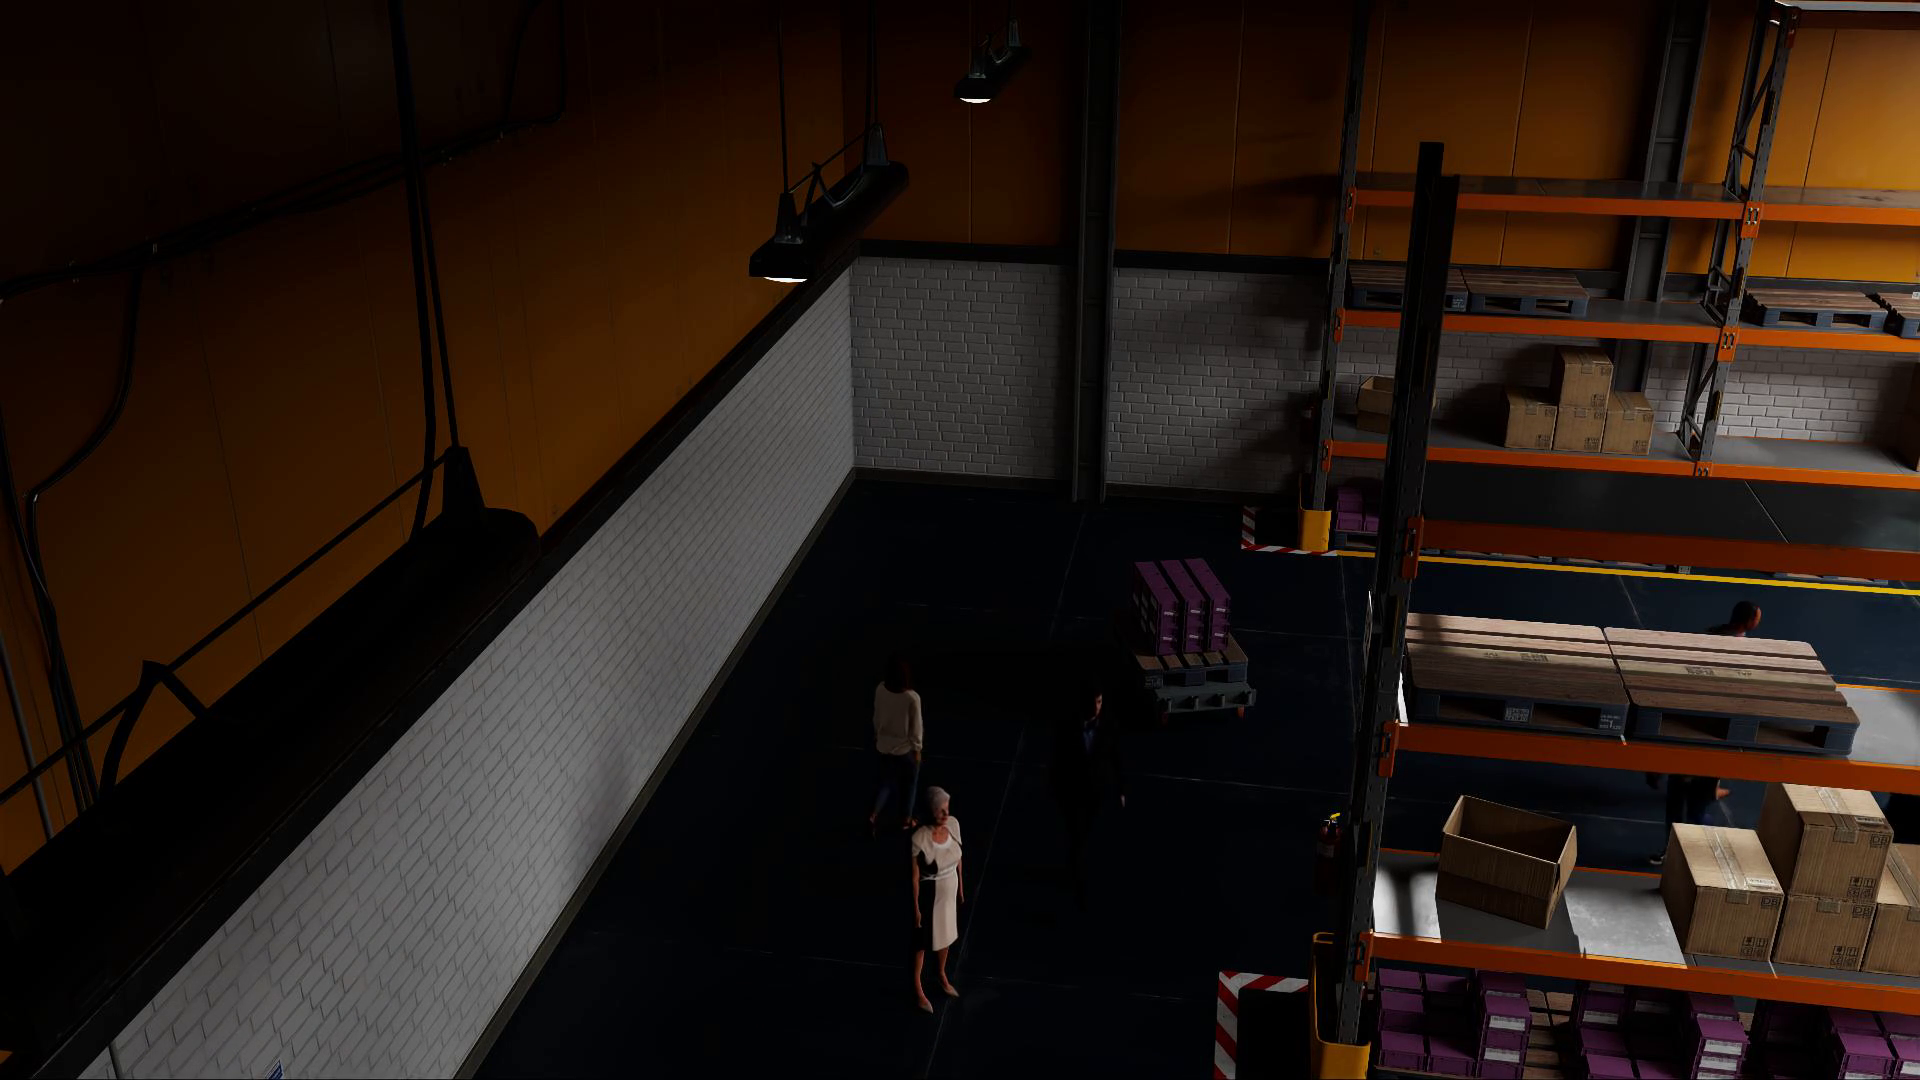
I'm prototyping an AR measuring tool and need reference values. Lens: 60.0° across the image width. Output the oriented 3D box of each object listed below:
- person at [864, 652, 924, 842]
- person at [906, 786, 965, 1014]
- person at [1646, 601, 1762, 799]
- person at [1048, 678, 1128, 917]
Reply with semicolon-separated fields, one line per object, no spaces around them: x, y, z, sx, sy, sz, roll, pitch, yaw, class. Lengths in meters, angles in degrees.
-0.536;1.693;13.253;0.917;1.665;0.883;15;28;31;person
-0.182;2.444;11.427;0.689;1.751;0.724;-20;31;-38;person
6.161;1.363;13.739;1.147;1.881;0.955;-5;24;-12;person
0.916;1.836;12.687;1.134;1.856;1.037;-5;24;-11;person
